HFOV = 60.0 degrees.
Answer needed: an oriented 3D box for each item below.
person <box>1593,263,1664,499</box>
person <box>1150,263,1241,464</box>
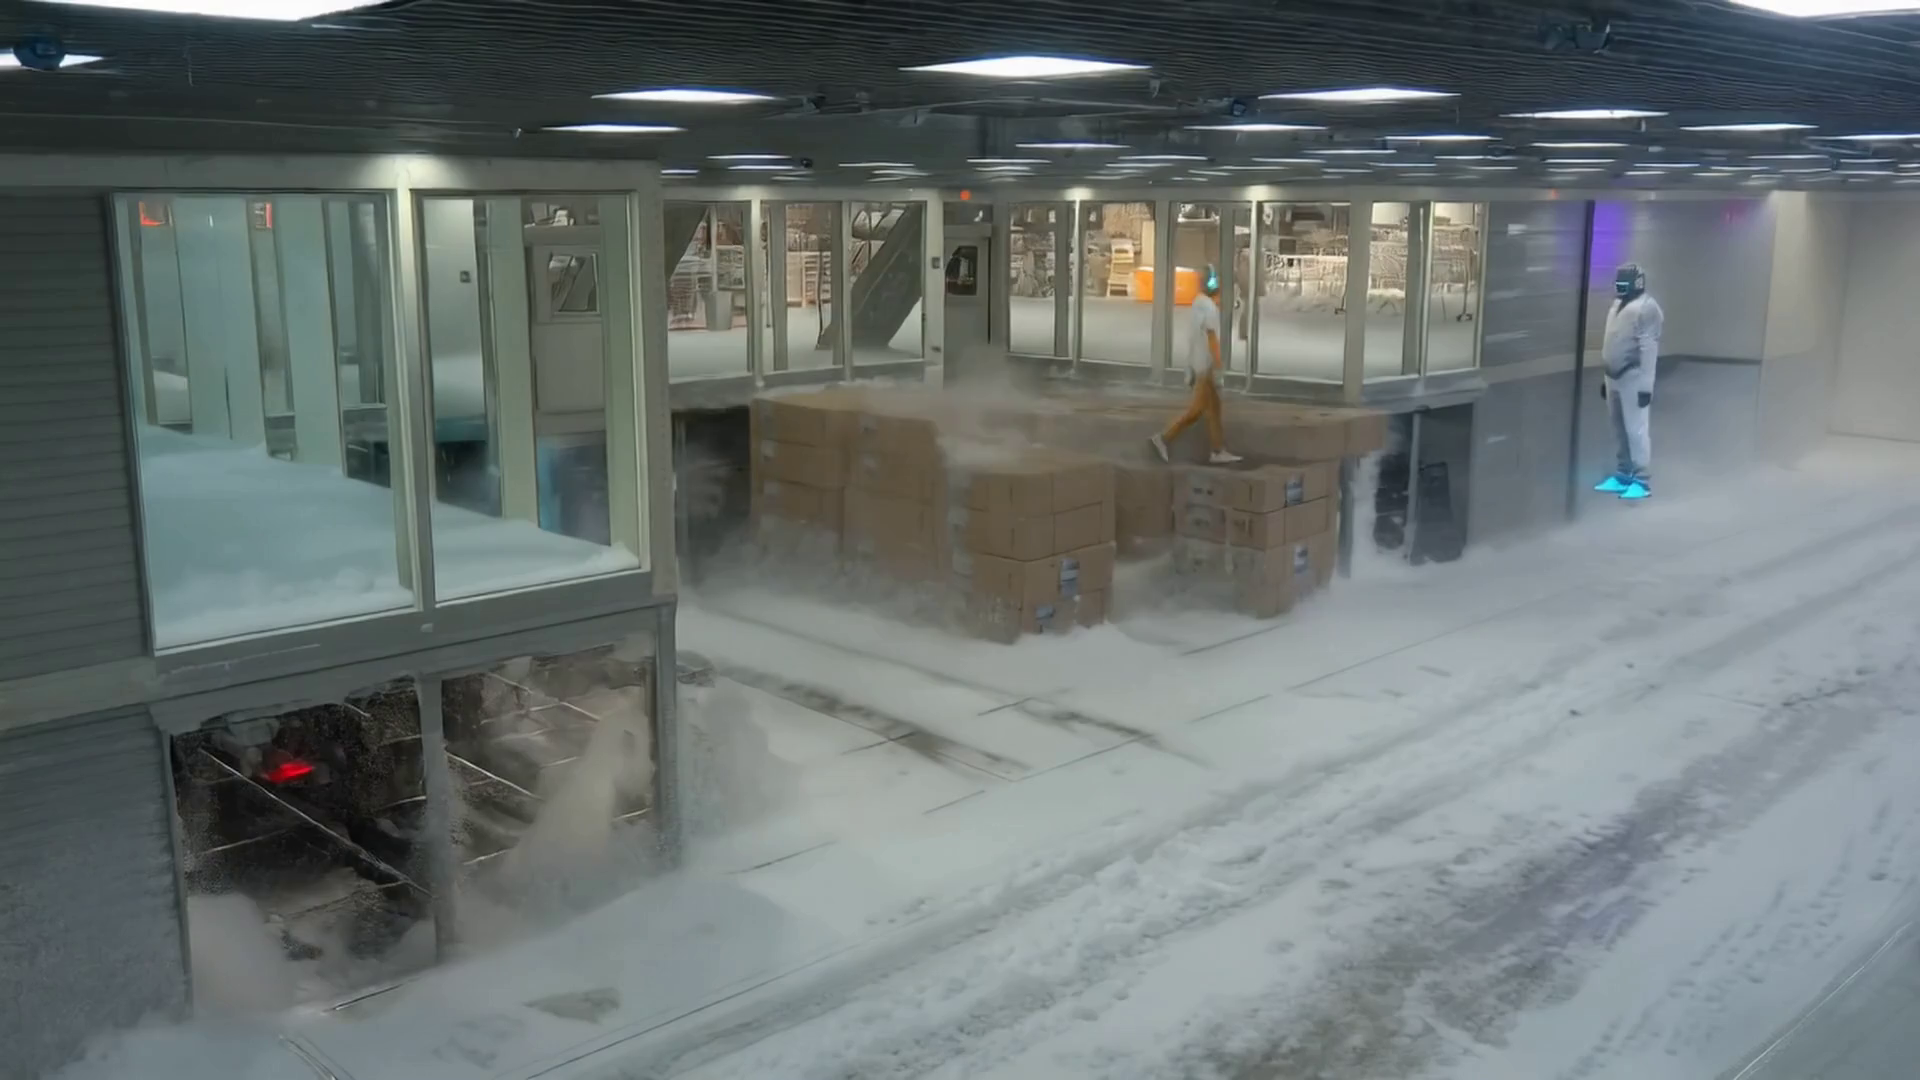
[{"bbox_3d":[5.385,-1.280,13.435,0.405,1.895,0.662,-1,11,-5],"label":"person"},{"bbox_3d":[2.169,-1.595,15.146,0.838,1.842,0.519,-1,11,-7],"label":"person"}]
